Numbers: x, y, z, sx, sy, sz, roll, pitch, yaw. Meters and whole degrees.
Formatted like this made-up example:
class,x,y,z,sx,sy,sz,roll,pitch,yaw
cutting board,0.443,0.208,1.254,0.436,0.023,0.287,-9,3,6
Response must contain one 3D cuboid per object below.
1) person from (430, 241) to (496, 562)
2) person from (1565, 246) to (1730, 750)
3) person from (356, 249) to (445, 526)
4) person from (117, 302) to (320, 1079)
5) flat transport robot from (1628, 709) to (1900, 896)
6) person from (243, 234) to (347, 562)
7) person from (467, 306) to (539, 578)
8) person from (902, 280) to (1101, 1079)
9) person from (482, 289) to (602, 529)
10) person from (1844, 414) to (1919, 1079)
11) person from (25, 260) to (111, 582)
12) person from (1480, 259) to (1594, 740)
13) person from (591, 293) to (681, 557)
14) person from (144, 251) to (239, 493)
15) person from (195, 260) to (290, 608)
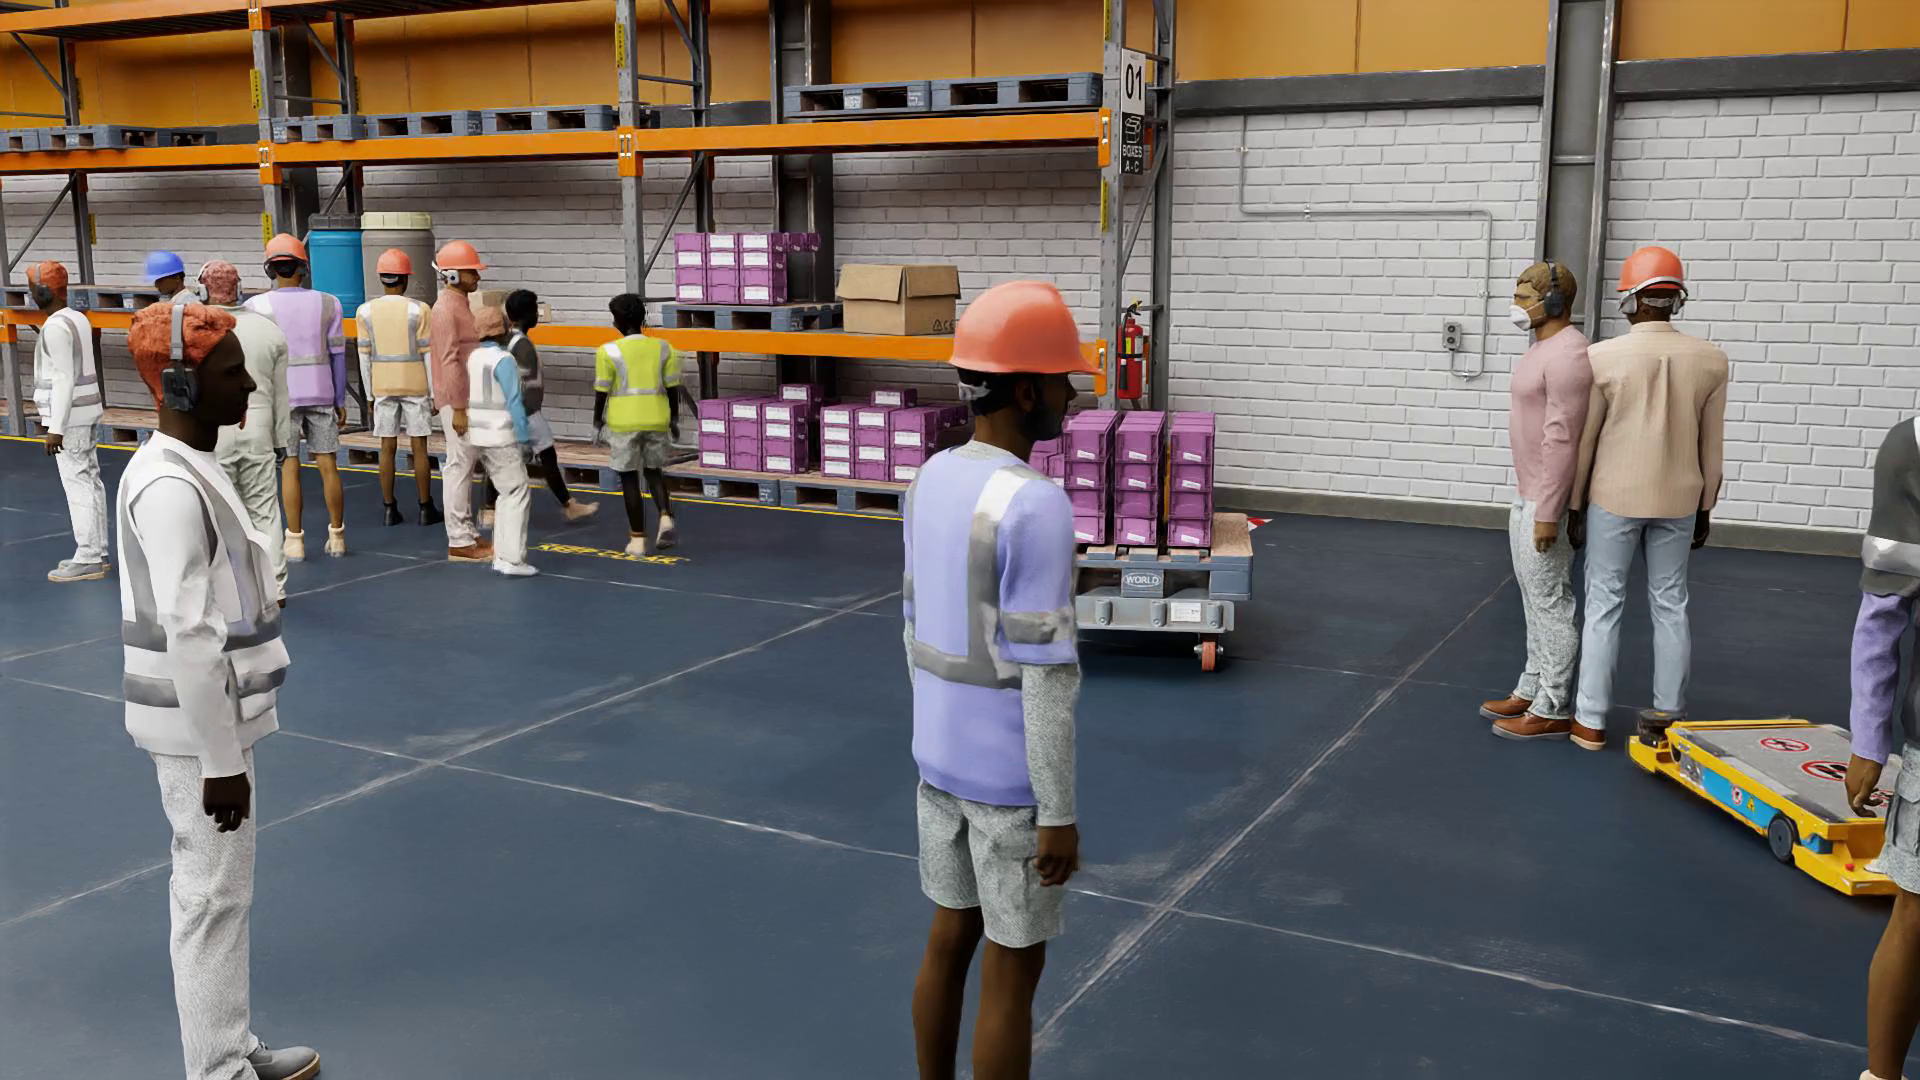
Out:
class,x,y,z,sx,sy,sz,roll,pitch,yaw
person,-3.117,-0.865,10.439,0.376,1.995,0.609,-2,10,-9
person,2.679,-0.153,6.568,0.619,1.985,0.406,0,10,0
person,-3.913,-1.058,11.654,0.544,1.939,0.354,0,10,-2
person,-1.658,0.420,3.709,0.355,1.883,0.575,-5,11,-25
flat transport robot,2.950,0.860,5.714,0.652,0.197,1.431,-1,10,-4
person,-4.143,-0.879,10.397,0.608,2.040,0.394,-8,13,-36
person,-2.733,-0.575,9.872,0.357,1.611,0.548,-8,13,-37
person,0.095,0.448,3.402,0.379,1.937,0.548,-5,12,-27
person,-2.961,-0.903,11.549,0.841,1.650,0.551,-5,12,-27
person,2.136,0.404,3.355,0.615,2.039,0.392,3,11,17
person,-5.270,-0.698,9.833,0.353,1.884,0.572,-3,11,-14
person,2.367,-0.157,6.734,0.372,1.933,0.626,2,10,9
person,-2.033,-0.723,10.532,0.554,1.671,0.375,-7,12,-34
person,-5.558,-1.130,12.101,0.761,1.921,0.557,8,13,37
person,-3.931,-0.543,8.959,0.398,1.900,0.635,9,14,41
